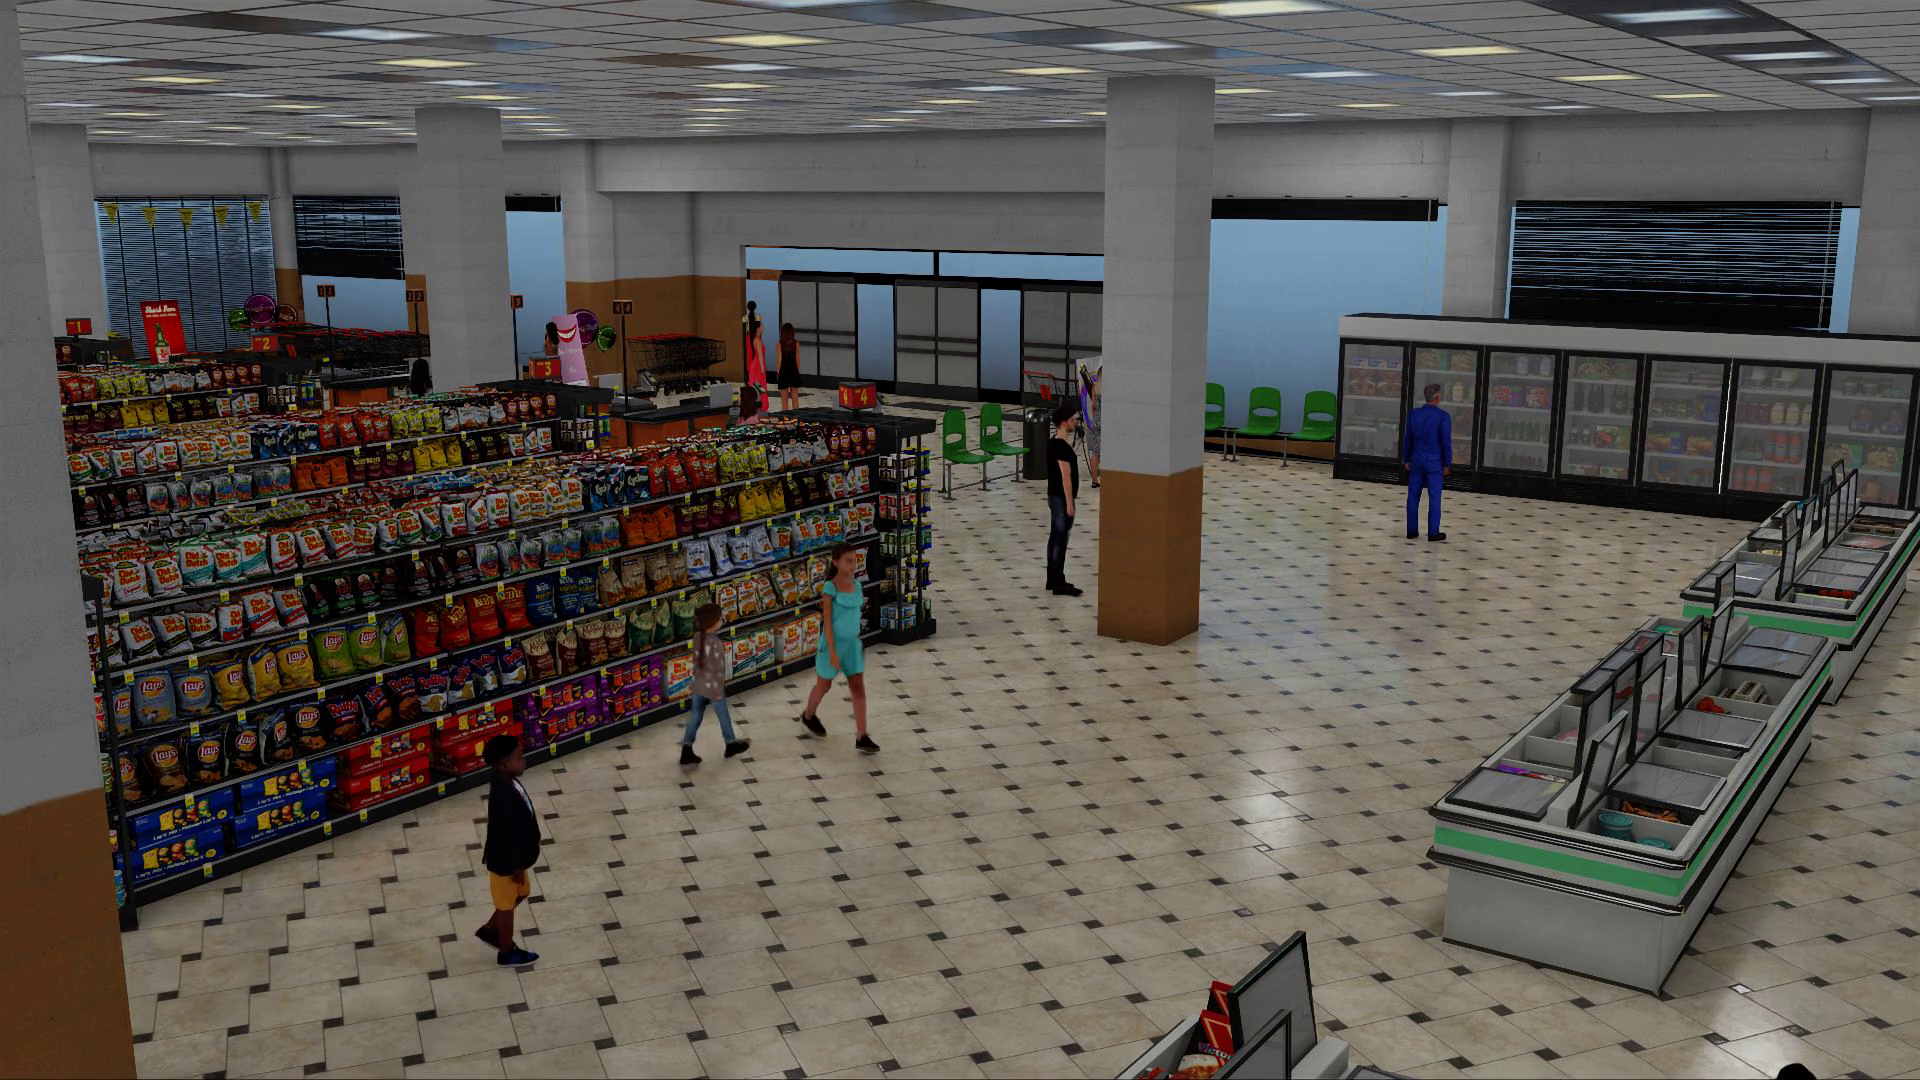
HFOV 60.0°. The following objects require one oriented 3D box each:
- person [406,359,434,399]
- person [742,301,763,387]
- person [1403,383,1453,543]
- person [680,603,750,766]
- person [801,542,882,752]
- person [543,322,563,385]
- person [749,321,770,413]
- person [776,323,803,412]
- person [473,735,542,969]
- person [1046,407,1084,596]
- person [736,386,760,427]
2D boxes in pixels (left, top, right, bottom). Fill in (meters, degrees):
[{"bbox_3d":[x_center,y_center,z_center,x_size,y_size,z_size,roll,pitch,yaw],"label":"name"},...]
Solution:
[{"bbox_3d":[-7.589,-1.714,23.535,0.673,1.706,0.709,-1,12,-3],"label":"person"},{"bbox_3d":[-4.299,-4.076,34.540,0.638,1.793,0.742,-5,13,-23],"label":"person"},{"bbox_3d":[5.463,-0.916,19.453,0.734,1.827,0.572,10,15,39],"label":"person"},{"bbox_3d":[-1.824,1.038,11.760,0.499,1.173,0.812,9,15,38],"label":"person"},{"bbox_3d":[-0.931,0.773,12.168,1.064,1.522,0.800,-10,16,-41],"label":"person"},{"bbox_3d":[-7.534,-3.217,30.818,0.784,1.645,0.643,1,12,7],"label":"person"},{"bbox_3d":[-3.647,-3.102,30.074,0.748,1.727,0.714,-4,13,-19],"label":"person"},{"bbox_3d":[-2.905,-2.764,28.206,0.627,1.835,0.722,-5,13,-22],"label":"person"},{"bbox_3d":[-2.433,1.635,8.701,0.728,1.264,0.668,-3,12,-13],"label":"person"},{"bbox_3d":[1.024,-0.406,16.863,0.808,1.896,0.752,-2,12,-11],"label":"person"},{"bbox_3d":[-2.461,-0.910,19.481,0.715,1.803,0.685,-4,12,-17],"label":"person"}]
